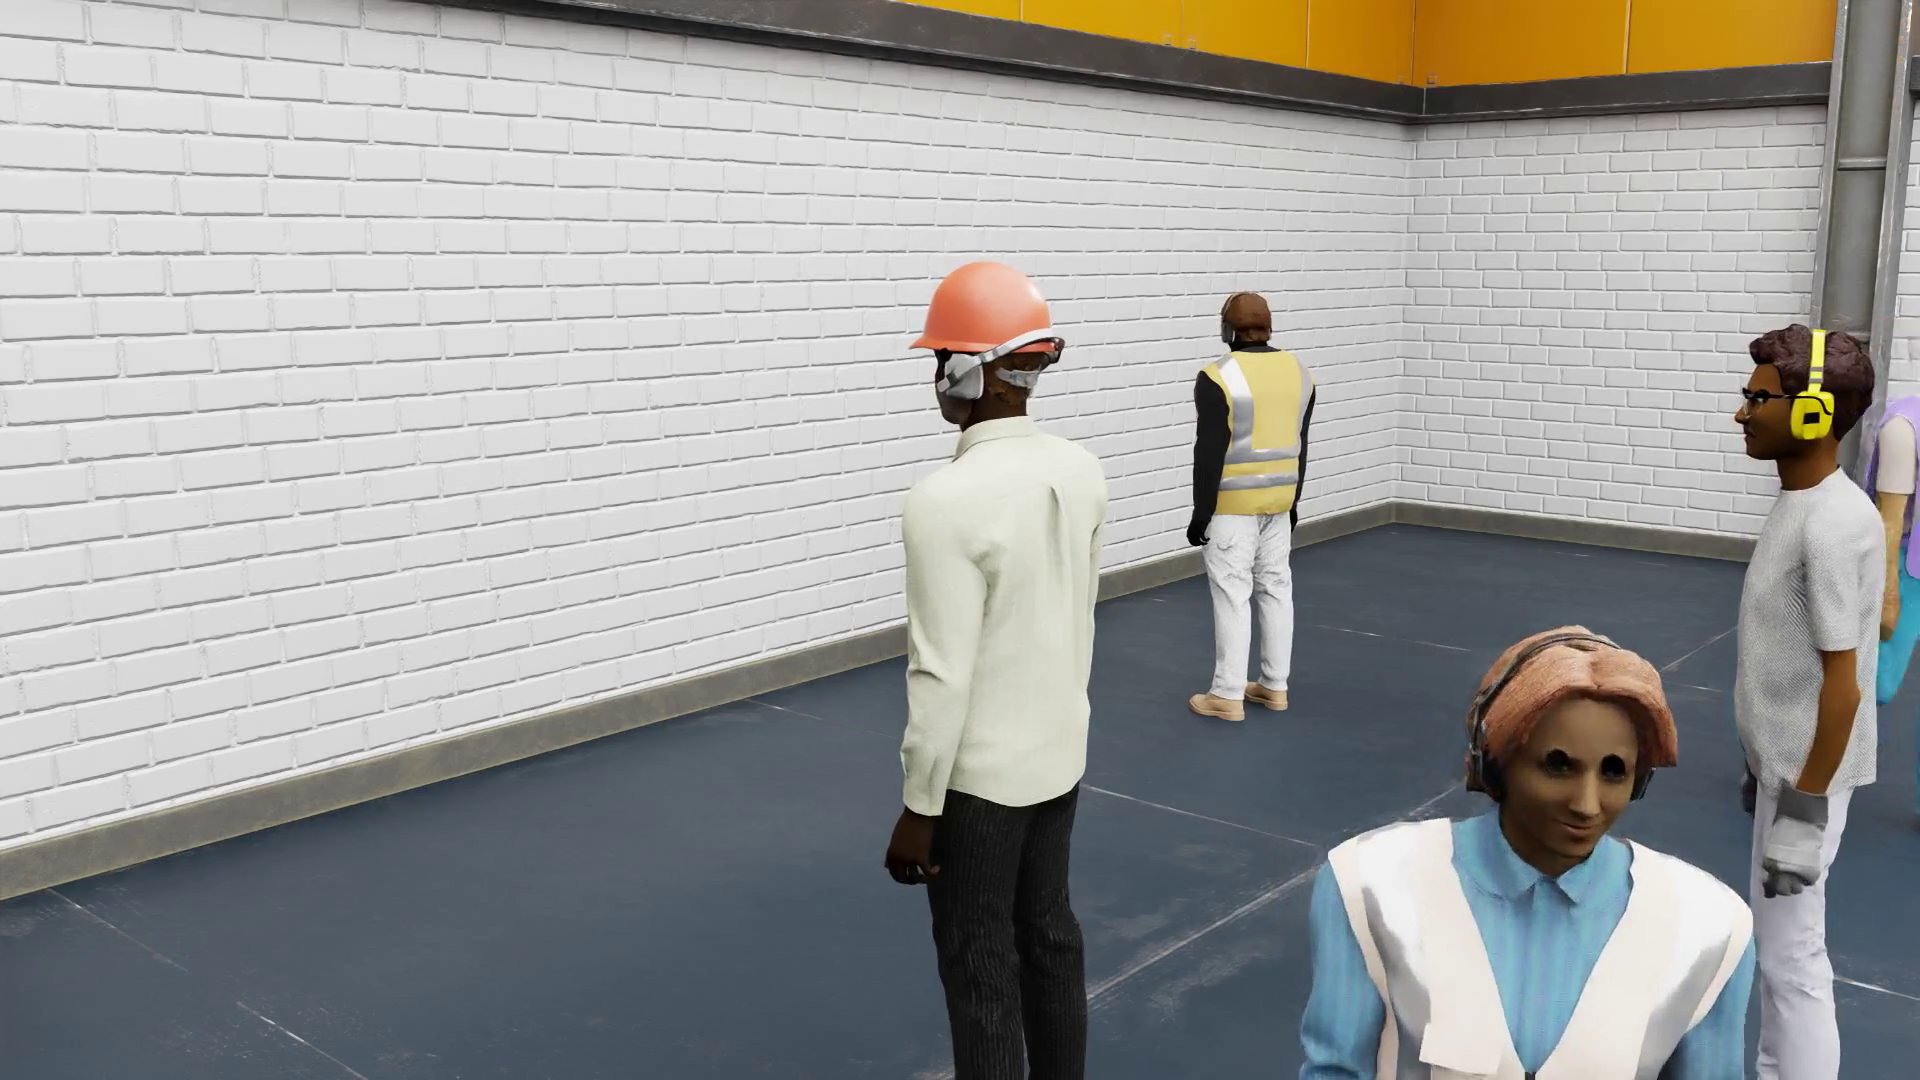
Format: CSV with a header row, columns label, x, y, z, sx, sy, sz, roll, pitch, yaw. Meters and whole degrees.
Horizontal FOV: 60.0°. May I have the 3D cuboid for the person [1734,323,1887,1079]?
label,x,y,z,sx,sy,sz,roll,pitch,yaw
person,1.698,0.497,3.438,0.336,1.873,0.521,4,11,21

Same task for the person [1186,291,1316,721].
label,x,y,z,sx,sy,sz,roll,pitch,yaw
person,1.224,-0.145,7.182,0.626,1.840,0.430,-6,12,-32

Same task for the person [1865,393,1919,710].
label,x,y,z,sx,sy,sz,roll,pitch,yaw
person,3.247,0.121,5.760,0.575,1.816,0.852,-7,12,-34

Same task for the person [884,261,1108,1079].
label,x,y,z,sx,sy,sz,roll,pitch,yaw
person,0.066,0.448,3.361,0.377,1.995,0.608,7,12,33

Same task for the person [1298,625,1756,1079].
label,x,y,z,sx,sy,sz,roll,pitch,yaw
person,0.653,0.870,2.025,0.512,1.613,0.660,2,10,12
